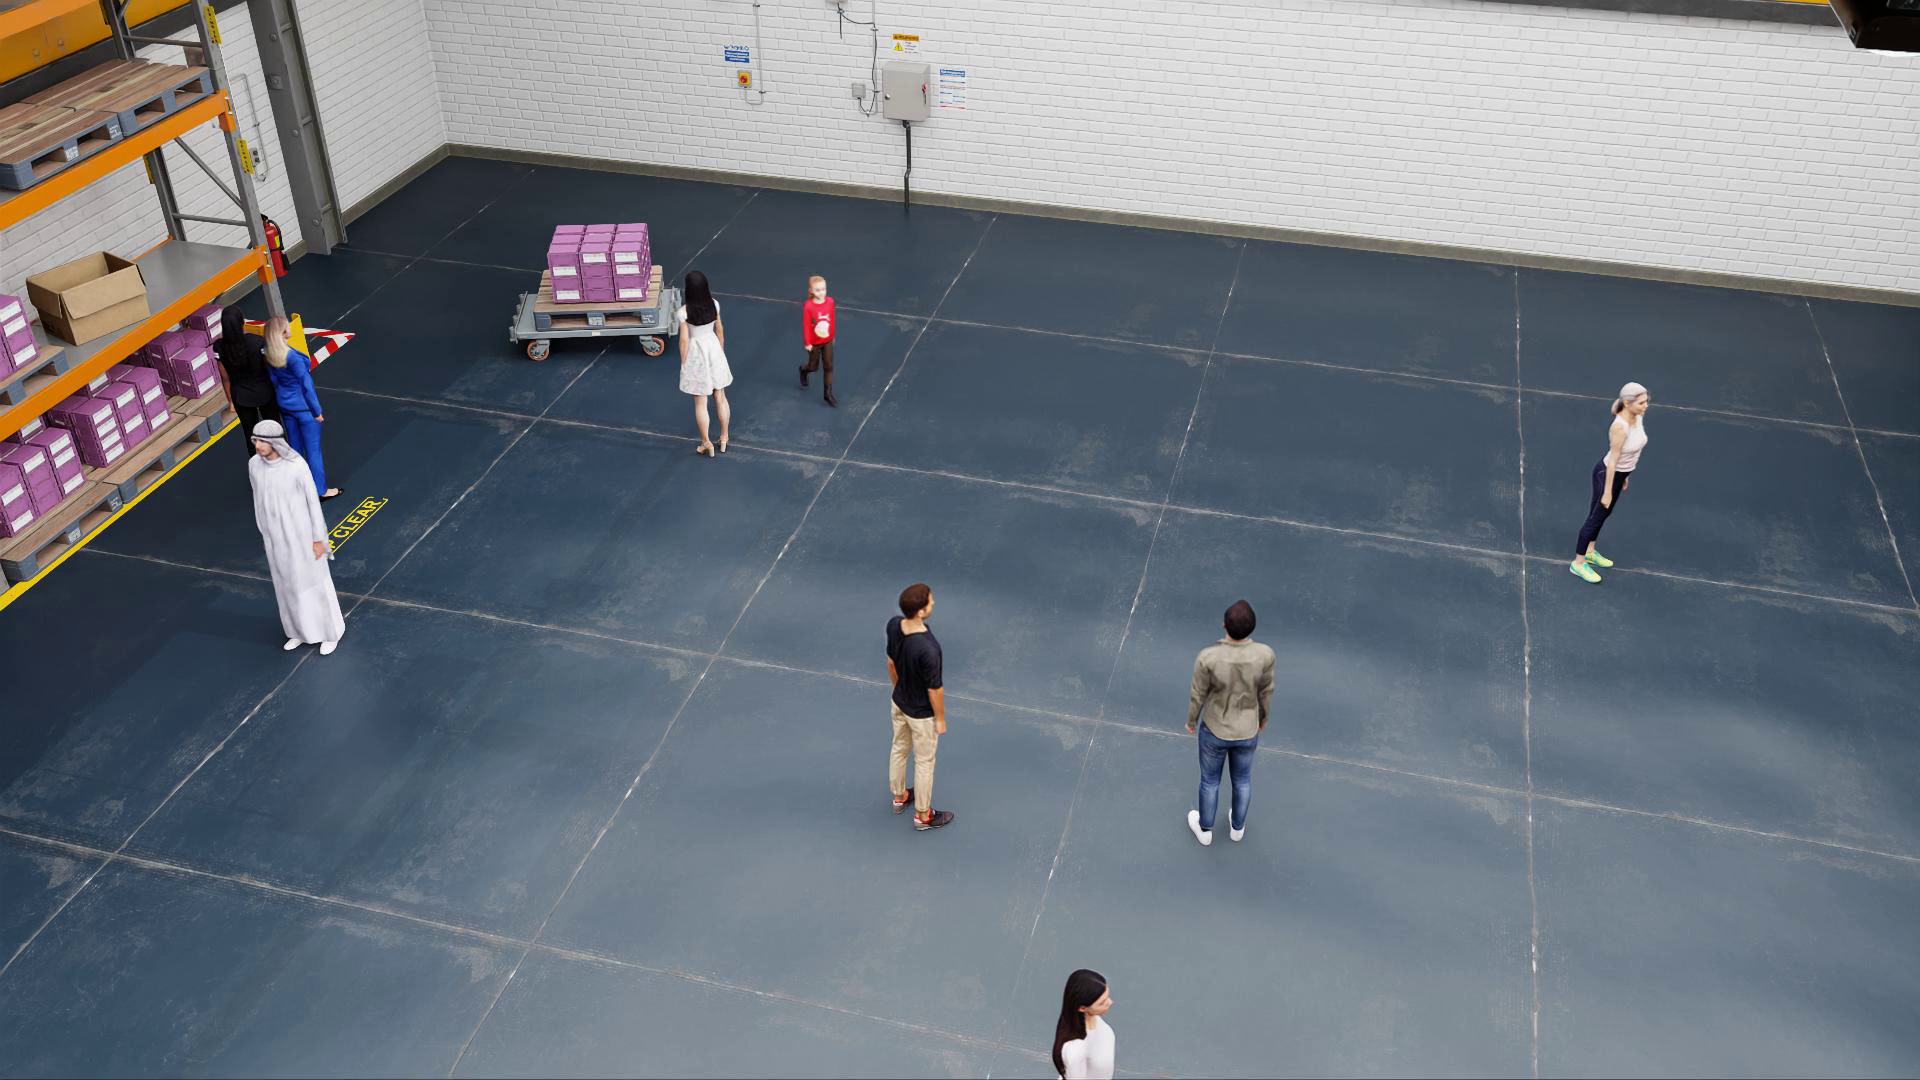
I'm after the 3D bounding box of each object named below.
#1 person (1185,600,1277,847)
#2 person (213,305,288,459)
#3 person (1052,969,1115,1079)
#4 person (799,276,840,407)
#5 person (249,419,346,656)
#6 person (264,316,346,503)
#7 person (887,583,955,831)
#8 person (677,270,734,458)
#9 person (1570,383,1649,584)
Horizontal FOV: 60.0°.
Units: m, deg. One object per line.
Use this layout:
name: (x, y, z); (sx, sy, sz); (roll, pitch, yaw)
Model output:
person: (1.703, 1.177, 10.506); (0.778, 1.864, 0.727); (-3, 34, -5)
person: (-6.040, -1.223, 14.238); (0.711, 1.729, 0.734); (-9, 35, -13)
person: (0.581, 2.763, 8.170); (0.677, 1.809, 0.487); (6, 34, 9)
person: (-1.346, -1.907, 15.683); (0.792, 1.269, 0.833); (-20, 39, -27)
person: (-4.923, -0.039, 12.279); (0.683, 1.927, 0.634); (7, 34, 10)
person: (-5.623, -1.115, 14.103); (0.685, 1.699, 0.645); (19, 38, 26)
person: (-0.289, 1.058, 10.691); (0.737, 1.856, 0.723); (-24, 41, -32)
person: (-2.261, -1.562, 14.707); (0.770, 1.774, 0.834); (-19, 38, -26)
person: (5.148, -0.486, 13.154); (0.736, 1.702, 0.597); (23, 40, 31)
